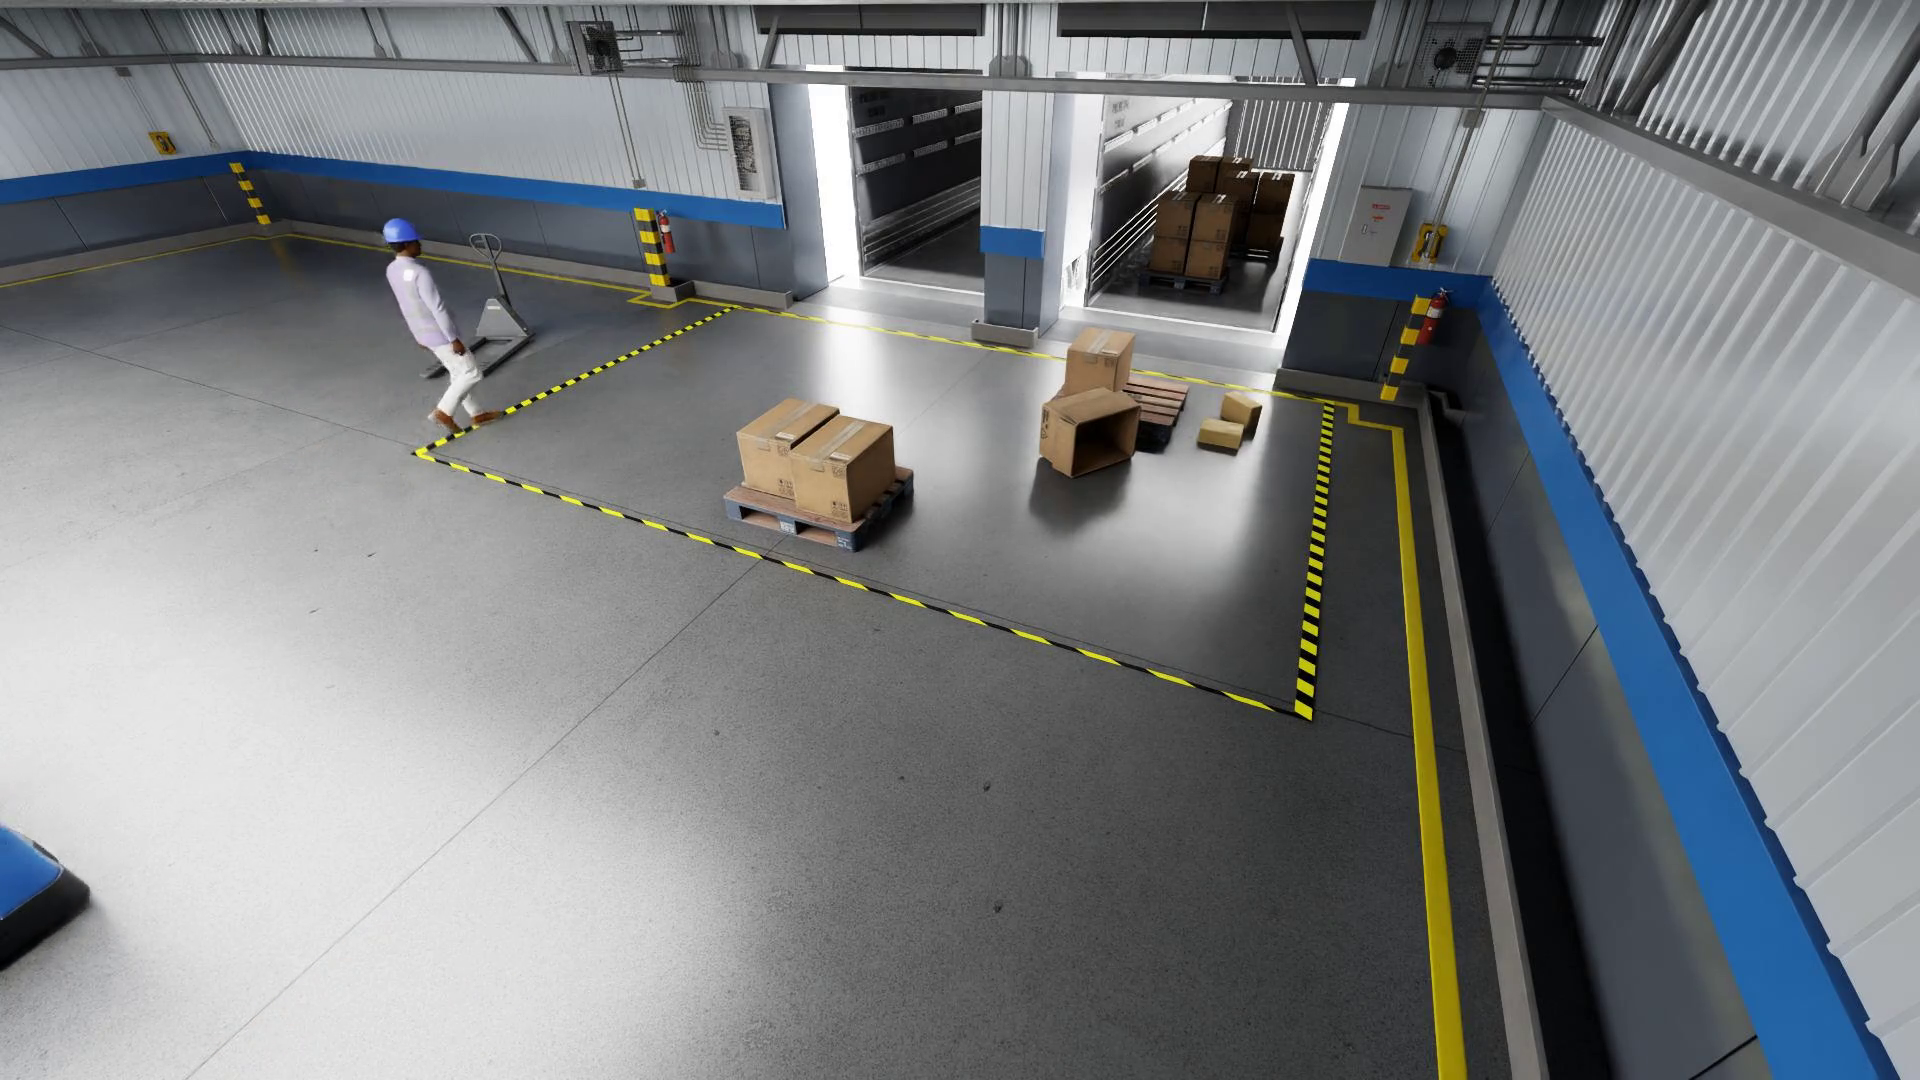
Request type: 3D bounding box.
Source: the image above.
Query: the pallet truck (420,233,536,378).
[{"bbox_3d":[-5.664,-2.712,8.427,0.680,1.201,1.601,0,35,-1],"label":"pallet truck"}]

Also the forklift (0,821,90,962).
[{"bbox_3d":[-4.471,0.930,2.625,0.776,2.013,0.716,12,37,16],"label":"forklift"}]

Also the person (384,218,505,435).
[{"bbox_3d":[-4.763,-1.847,6.615,0.605,1.925,0.687,22,41,27],"label":"person"}]
